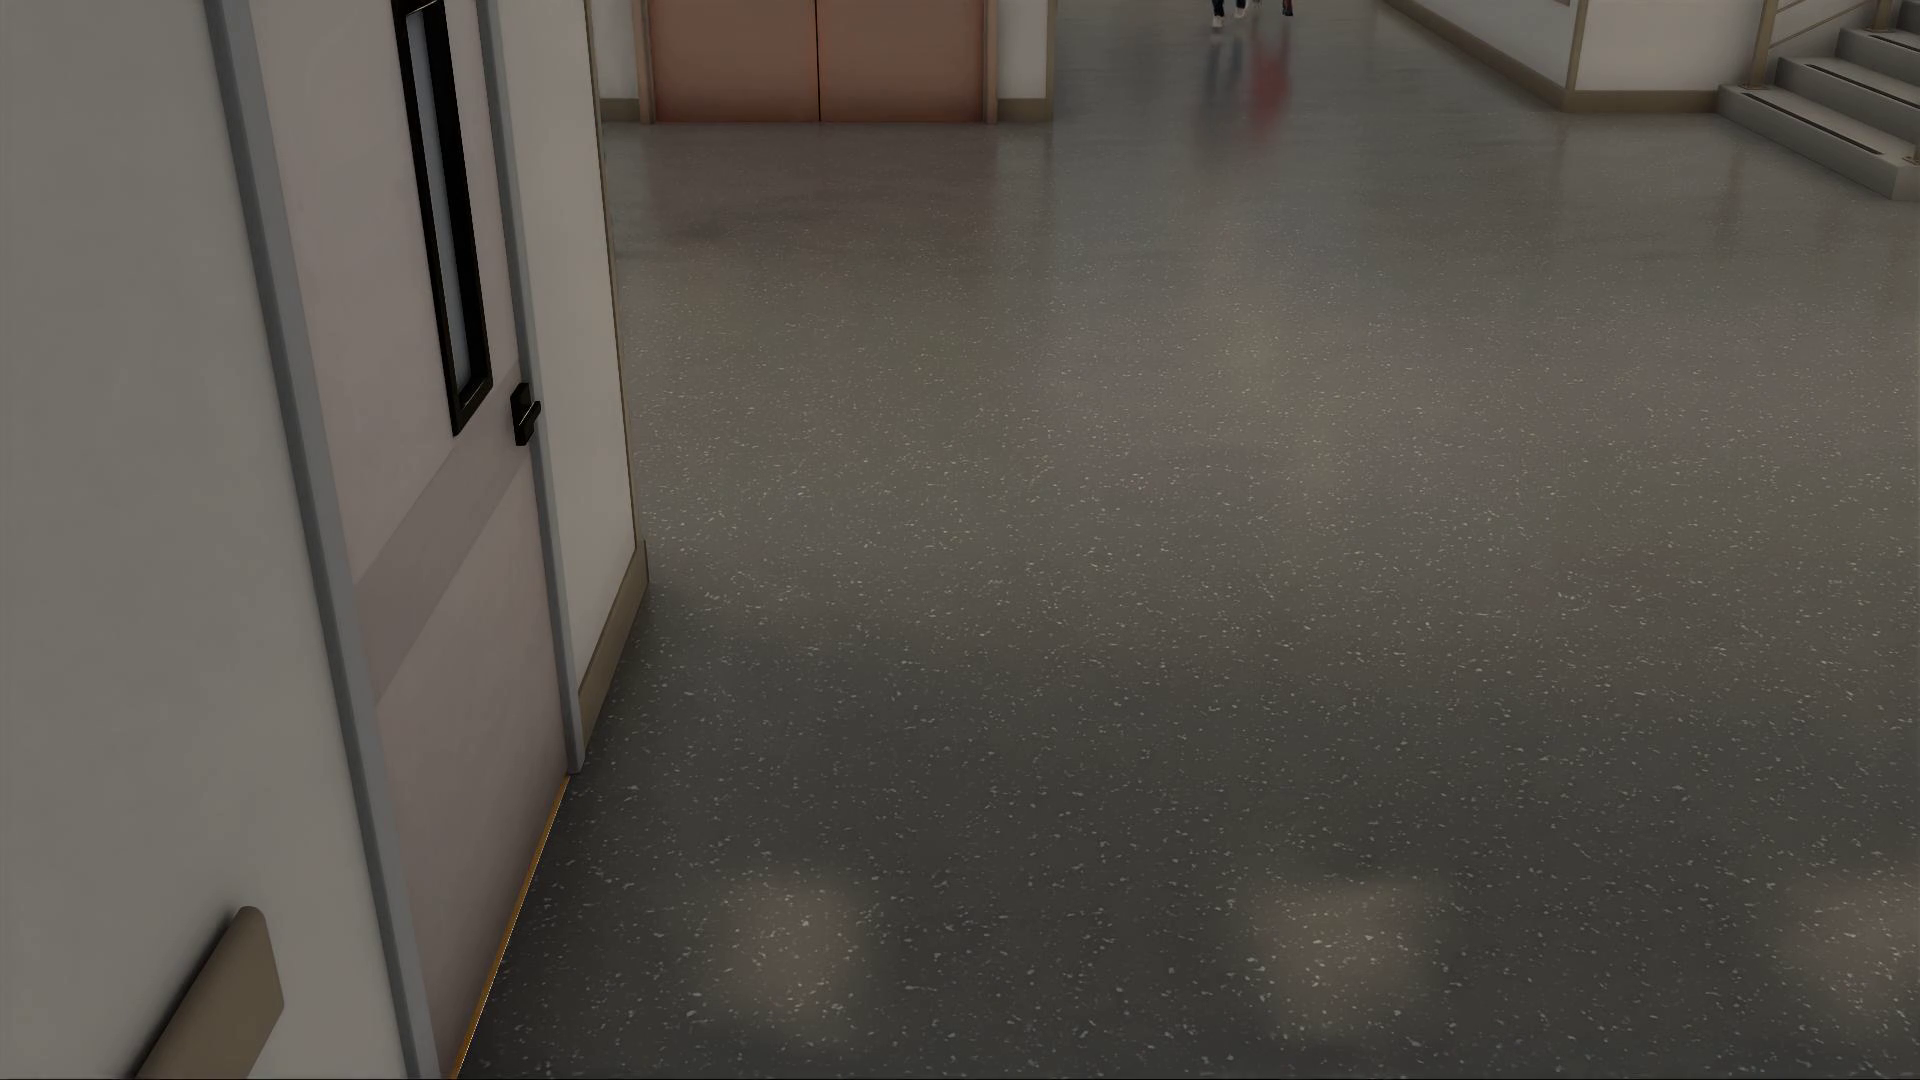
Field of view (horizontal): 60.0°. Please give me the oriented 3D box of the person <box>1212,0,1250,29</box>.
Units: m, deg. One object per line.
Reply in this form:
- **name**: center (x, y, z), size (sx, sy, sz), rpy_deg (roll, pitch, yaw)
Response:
- **person**: center (2.479, -5.663, 15.377), size (1.149, 1.812, 0.916), rpy_deg (6, 26, 12)

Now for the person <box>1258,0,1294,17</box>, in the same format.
- **person**: center (3.125, -6.010, 16.219), size (1.064, 1.704, 0.764), rpy_deg (-4, 26, -8)
